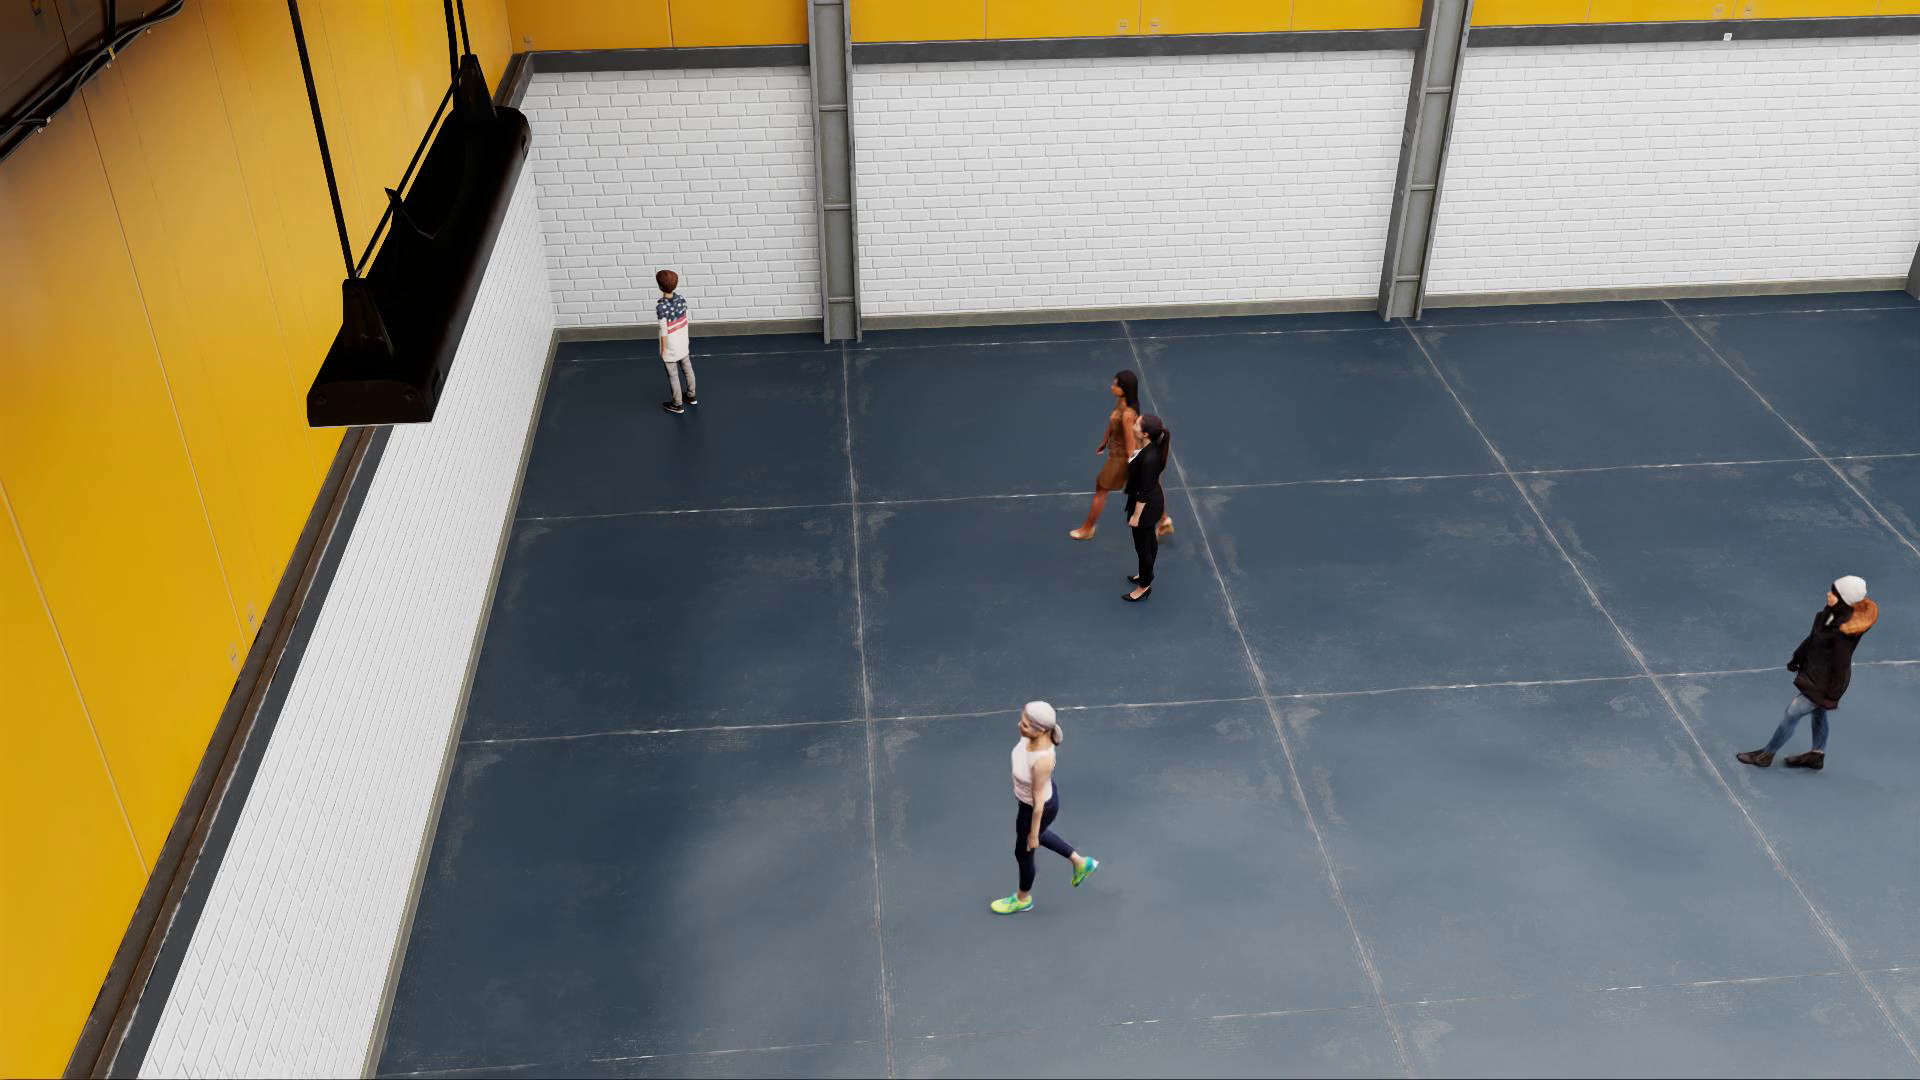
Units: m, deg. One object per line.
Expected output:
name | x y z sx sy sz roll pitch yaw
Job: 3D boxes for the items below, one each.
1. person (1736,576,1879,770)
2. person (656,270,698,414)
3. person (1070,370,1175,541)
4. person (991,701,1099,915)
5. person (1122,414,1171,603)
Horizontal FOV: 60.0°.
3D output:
person | 5.997 0.957 11.403 0.929 1.614 0.793 8 34 12
person | -2.730 -1.914 15.879 0.638 1.438 0.585 23 40 30
person | 1.455 -0.657 13.805 1.144 1.642 0.696 2 34 4
person | 0.544 1.652 10.287 0.904 1.692 0.613 -2 34 -3
person | 1.477 -0.266 13.199 0.670 1.662 0.673 9 35 14
